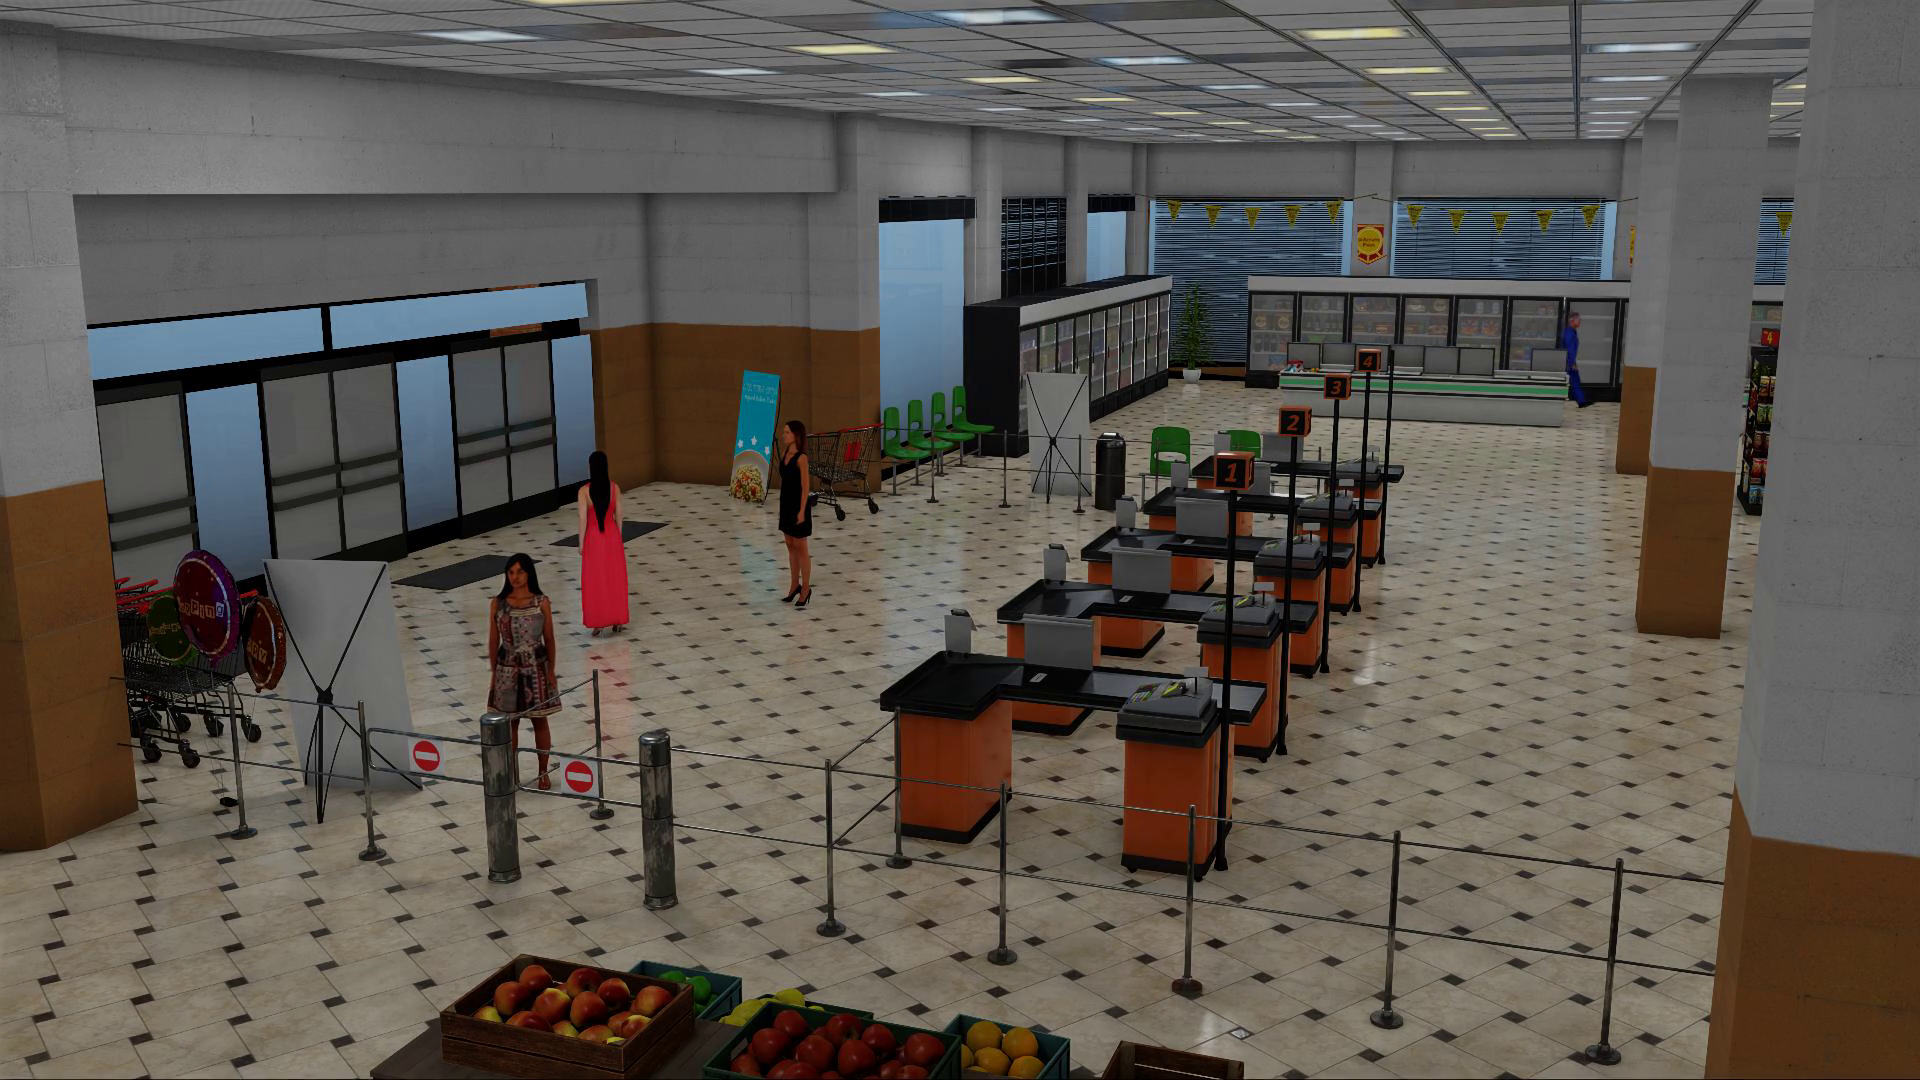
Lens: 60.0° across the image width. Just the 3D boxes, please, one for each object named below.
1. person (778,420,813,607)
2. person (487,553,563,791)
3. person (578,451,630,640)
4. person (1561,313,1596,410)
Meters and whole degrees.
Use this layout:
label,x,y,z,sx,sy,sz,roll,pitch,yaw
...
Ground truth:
label,x,y,z,sx,sy,sz,roll,pitch,yaw
person,-1.617,-0.264,16.349,0.729,1.835,0.635,-9,15,-35
person,-2.967,0.890,11.329,0.631,1.645,0.784,-1,12,-5
person,-3.266,0.036,15.182,0.715,1.727,0.751,-8,14,-33
person,11.152,-3.288,30.807,1.095,1.794,0.817,5,13,24
